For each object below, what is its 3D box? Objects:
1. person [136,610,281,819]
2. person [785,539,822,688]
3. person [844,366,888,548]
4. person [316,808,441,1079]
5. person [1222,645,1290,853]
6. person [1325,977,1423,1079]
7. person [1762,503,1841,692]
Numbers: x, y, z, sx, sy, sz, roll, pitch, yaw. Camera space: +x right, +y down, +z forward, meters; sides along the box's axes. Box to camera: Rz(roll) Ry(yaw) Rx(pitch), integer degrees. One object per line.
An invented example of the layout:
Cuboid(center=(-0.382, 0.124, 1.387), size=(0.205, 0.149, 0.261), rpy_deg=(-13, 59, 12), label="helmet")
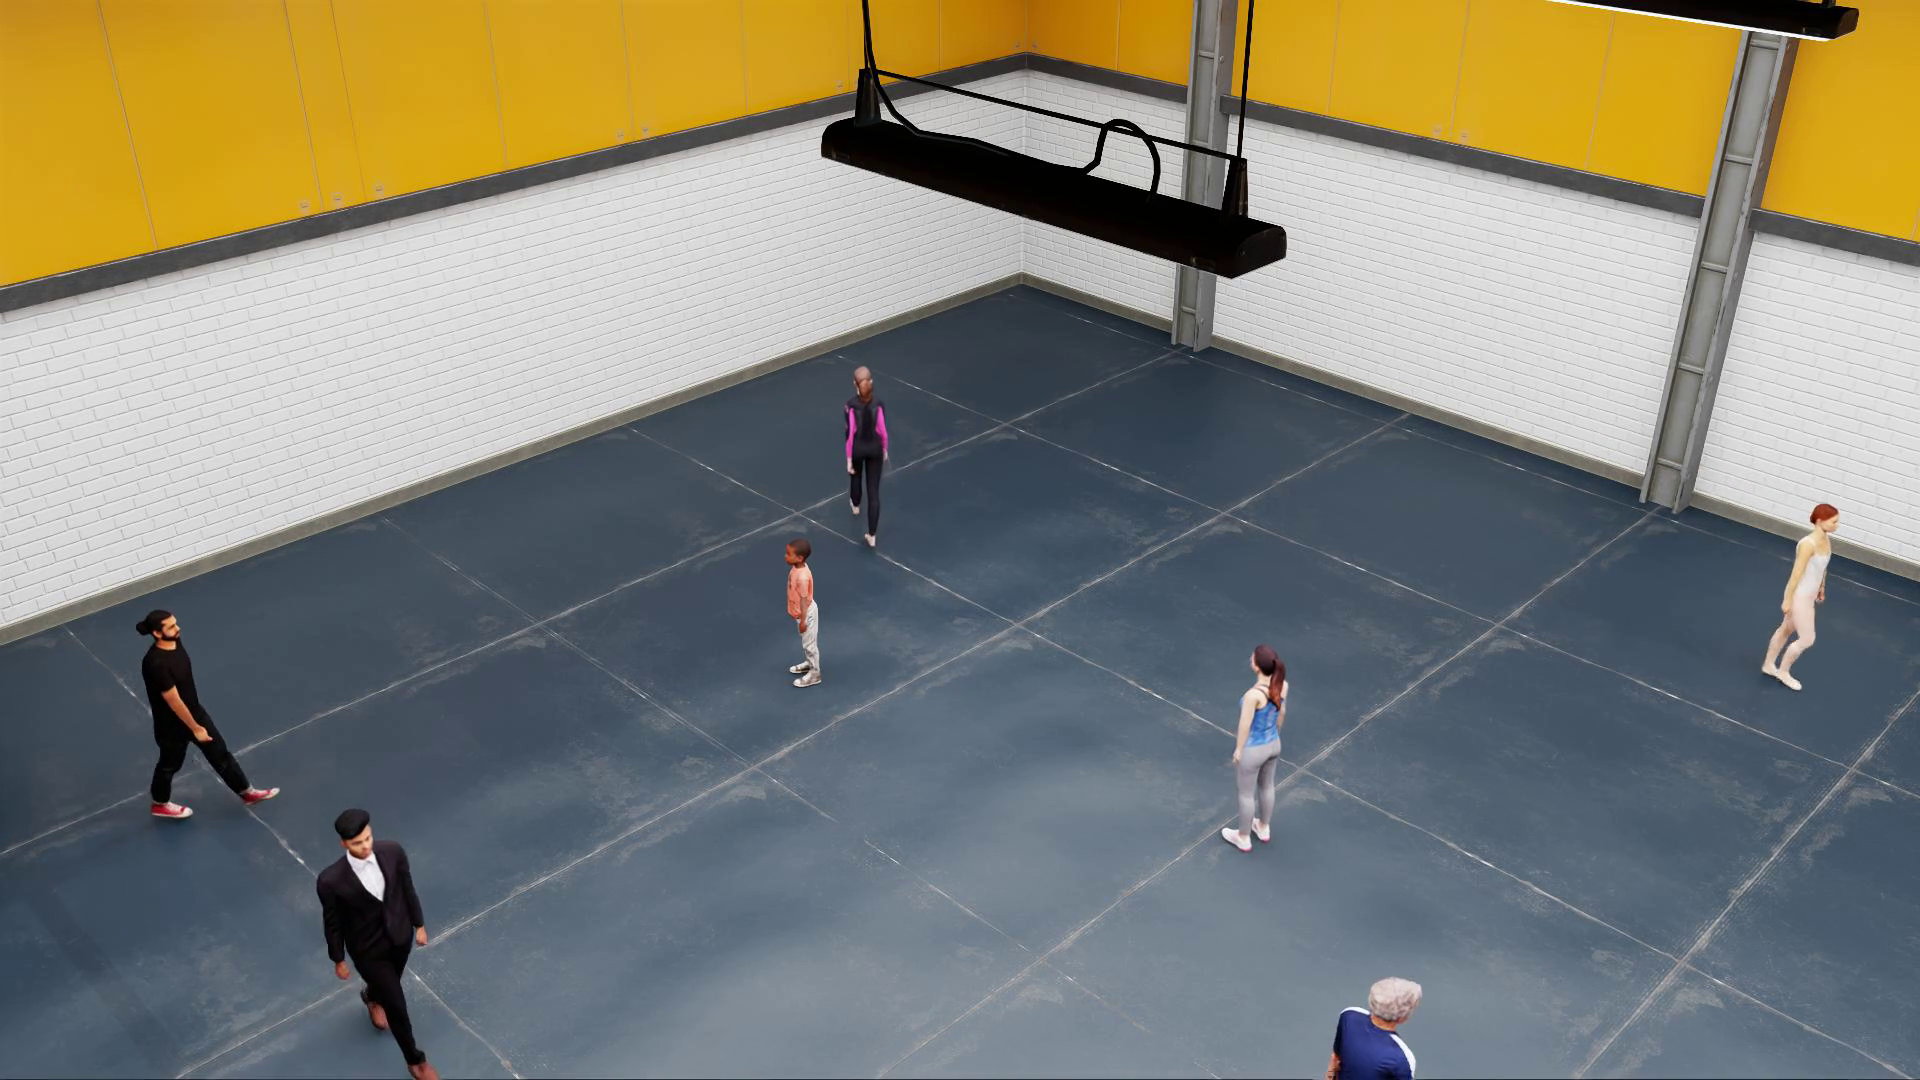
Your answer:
Cuboid(center=(-5.648, 1.303, 11.861), size=(1.175, 1.708, 1.136), rpy_deg=(-1, 29, -2), label="person")
Cuboid(center=(-1.268, 0.571, 13.621), size=(0.603, 1.308, 0.518), rpy_deg=(-7, 29, -12), label="person")
Cuboid(center=(-0.871, -0.745, 15.636), size=(0.991, 1.688, 1.208), rpy_deg=(-6, 29, -11), label="person")
Cuboid(center=(-3.472, 2.323, 9.842), size=(1.151, 1.850, 0.711), rpy_deg=(24, 37, 37), label="person")
Cuboid(center=(2.098, 1.452, 11.692), size=(0.583, 1.608, 0.563), rpy_deg=(-19, 34, -31), label="person")
Cuboid(center=(2.028, 3.031, 8.611), size=(0.885, 1.787, 1.198), rpy_deg=(-18, 33, -30), label="person")
Cuboid(center=(6.779, 0.421, 13.557), size=(0.573, 1.633, 0.574), rpy_deg=(-25, 37, -38), label="person")
